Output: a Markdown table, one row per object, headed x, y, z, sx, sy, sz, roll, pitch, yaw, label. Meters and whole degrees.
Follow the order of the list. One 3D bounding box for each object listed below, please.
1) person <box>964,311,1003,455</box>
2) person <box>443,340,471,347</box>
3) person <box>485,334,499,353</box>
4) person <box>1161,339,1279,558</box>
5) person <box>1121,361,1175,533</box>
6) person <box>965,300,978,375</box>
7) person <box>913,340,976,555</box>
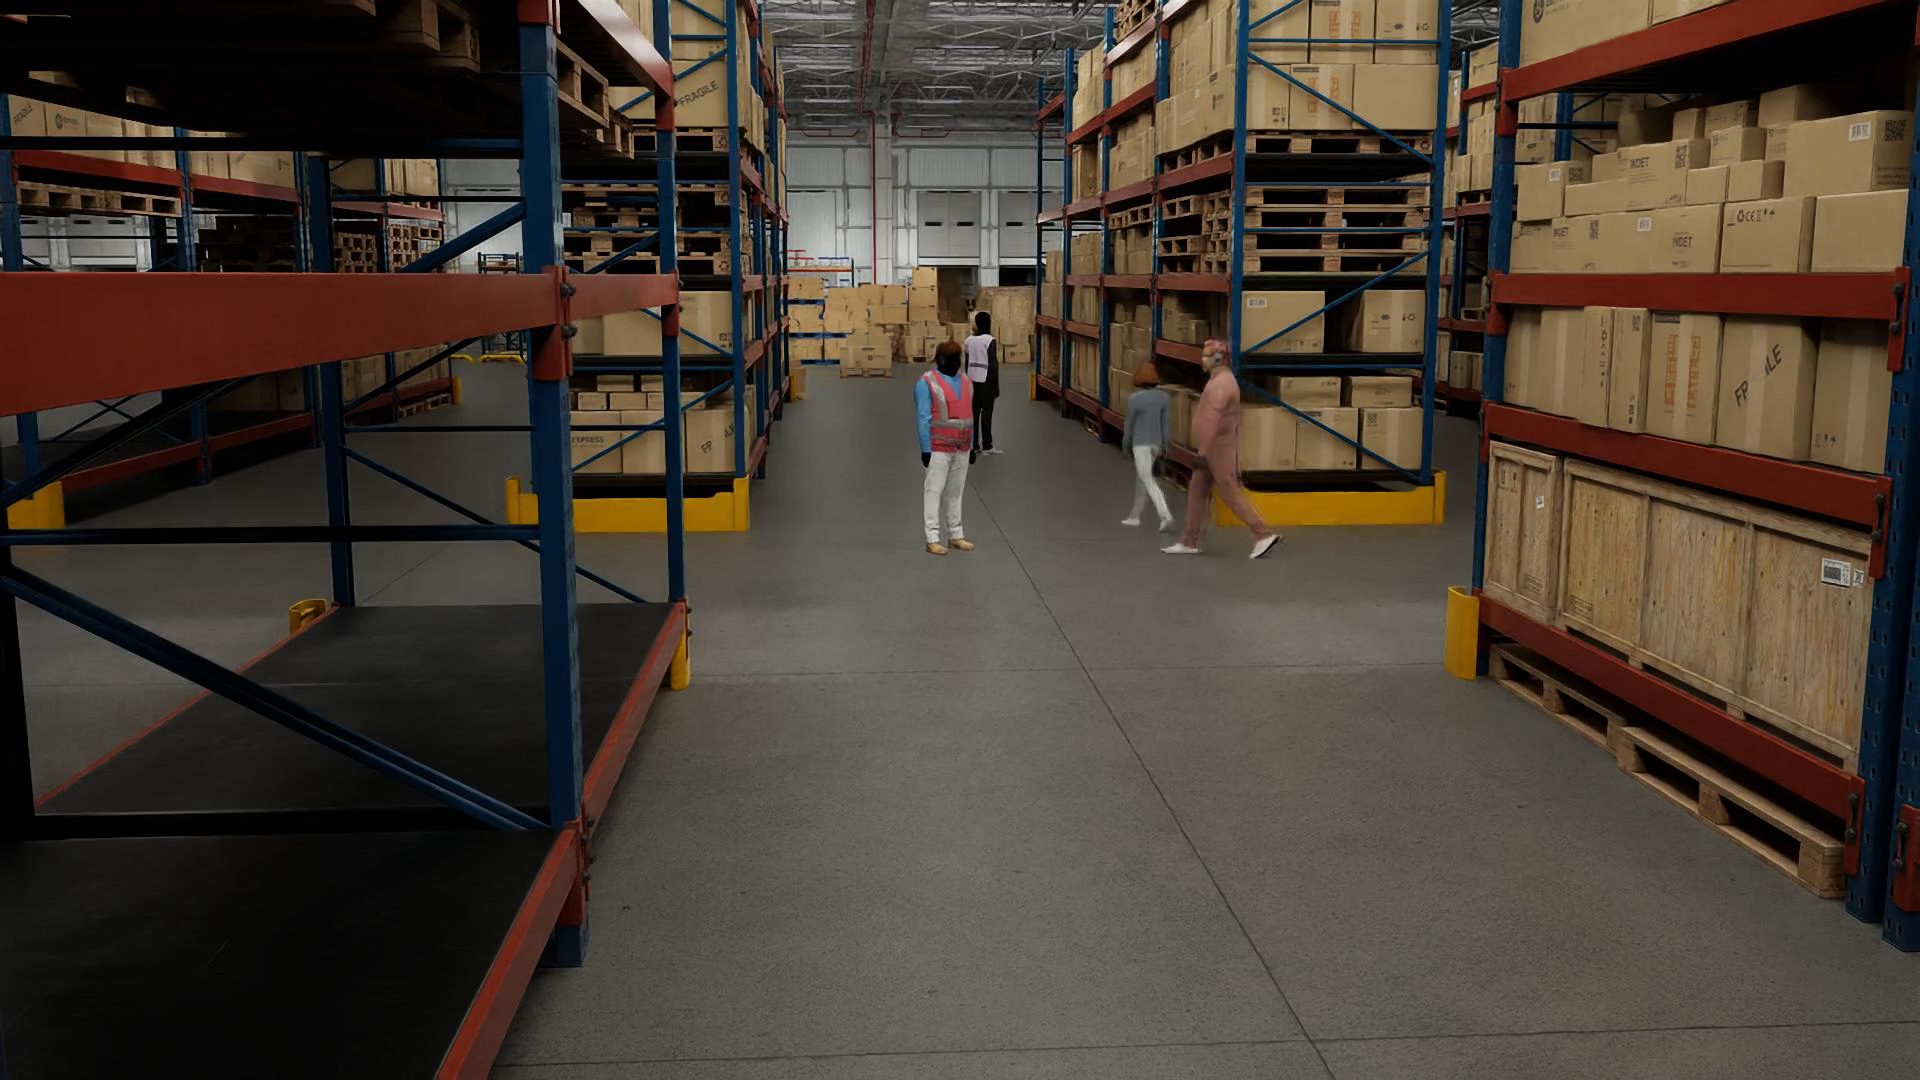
| x | y | z | sx | sy | sz | roll | pitch | yaw | label |
| --- | --- | --- | --- | --- | --- | --- | --- | --- | --- |
| 0.296 | -2.101 | 22.326 | 0.392 | 1.922 | 0.593 | -8 | 12 | -42 | person |
| -17.036 | -7.409 | 55.796 | 1.065 | 1.889 | 0.642 | -5 | 10 | -28 | person |
| -14.550 | -6.764 | 51.593 | 0.384 | 1.922 | 0.593 | 6 | 11 | 34 | person |
| 2.249 | -0.773 | 14.167 | 0.941 | 1.873 | 0.652 | 1 | 9 | 5 | person |
| 1.784 | -0.878 | 15.650 | 0.507 | 1.605 | 0.795 | -7 | 11 | -36 | person |
| 0.451 | -4.836 | 39.827 | 0.690 | 1.831 | 0.533 | 4 | 10 | 21 | person |
| -0.100 | -0.801 | 14.406 | 0.626 | 1.846 | 0.429 | -8 | 12 | -42 | person |
